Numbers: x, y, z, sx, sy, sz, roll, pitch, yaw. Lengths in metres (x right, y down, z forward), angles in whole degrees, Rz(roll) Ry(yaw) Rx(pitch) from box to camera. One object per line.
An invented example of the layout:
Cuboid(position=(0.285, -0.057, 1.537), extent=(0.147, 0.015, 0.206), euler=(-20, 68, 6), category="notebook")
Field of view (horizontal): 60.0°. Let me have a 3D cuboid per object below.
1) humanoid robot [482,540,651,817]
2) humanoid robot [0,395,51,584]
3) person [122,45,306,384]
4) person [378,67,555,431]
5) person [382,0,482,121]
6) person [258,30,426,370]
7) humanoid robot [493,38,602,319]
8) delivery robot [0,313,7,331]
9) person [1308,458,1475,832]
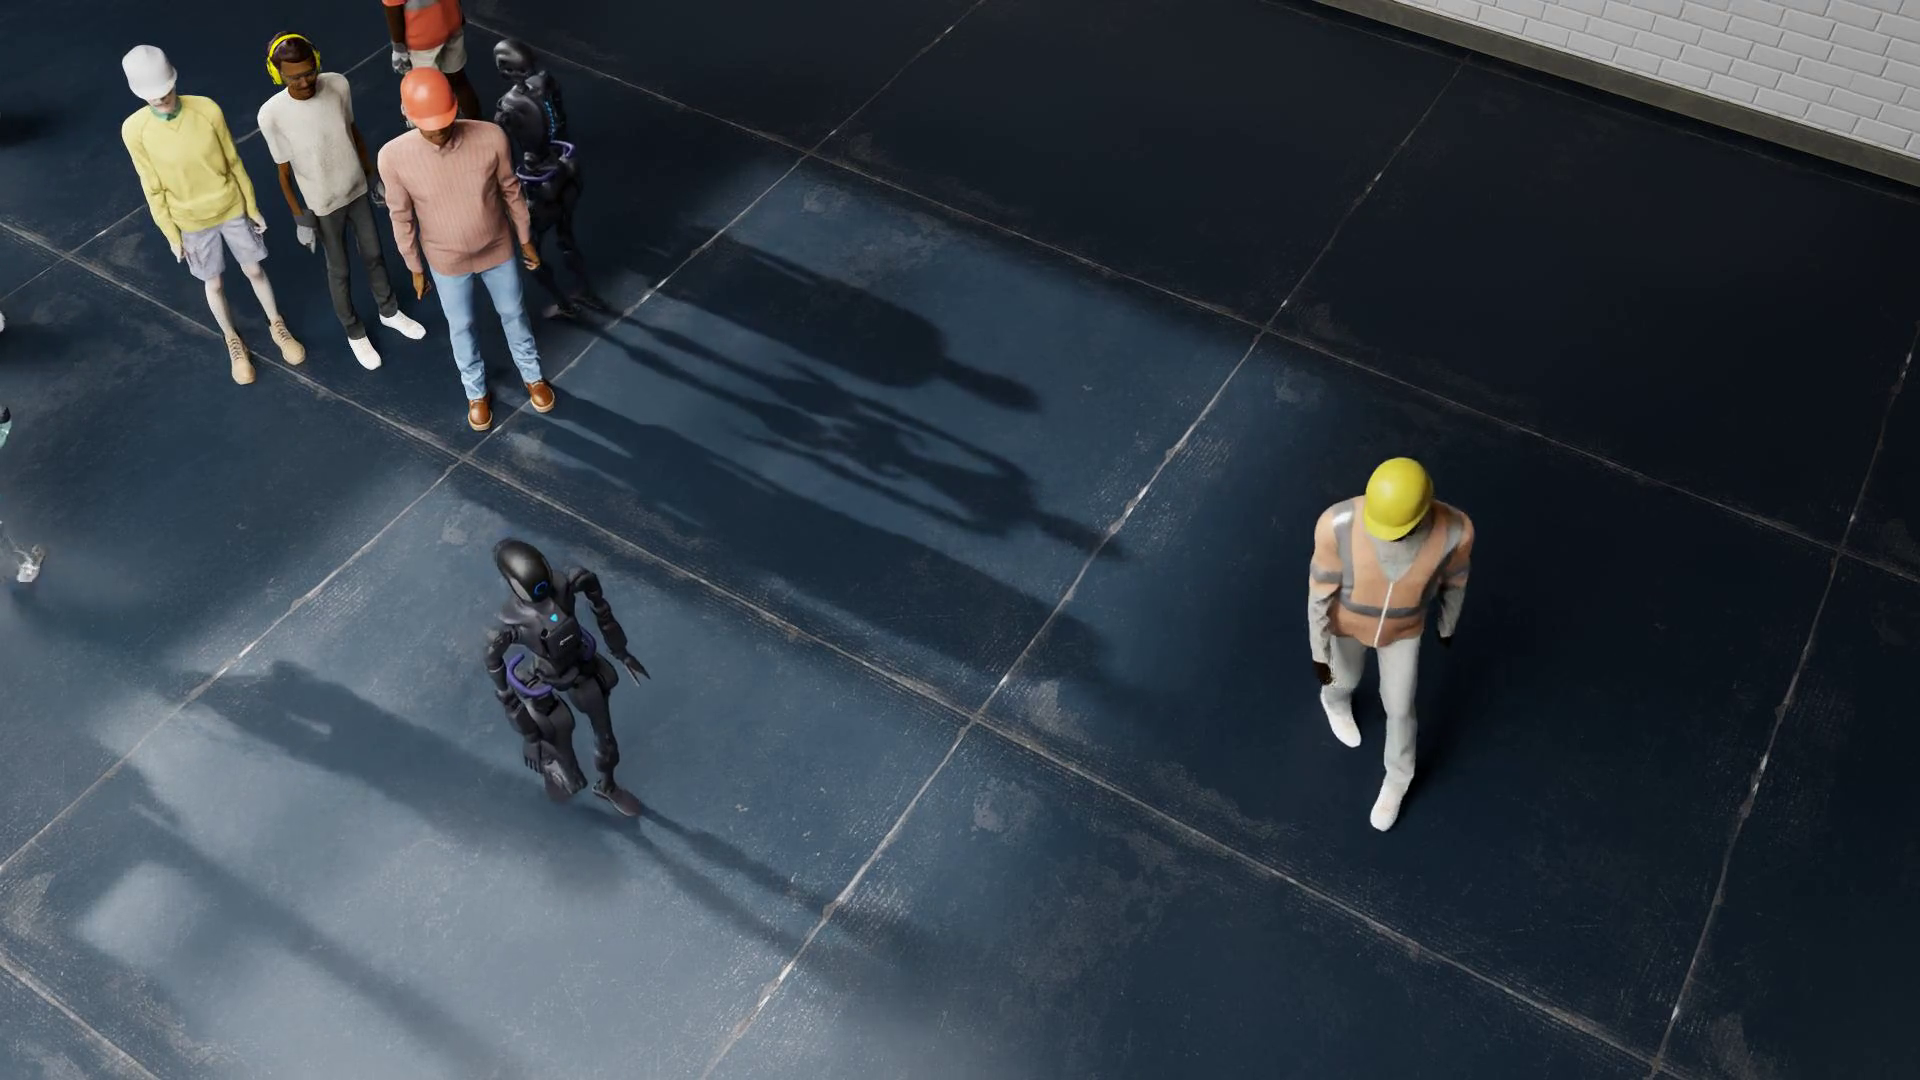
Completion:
Cuboid(position=(-1.518, 0.541, 6.410), extent=(0.394, 1.652, 0.603), euler=(33, 56, 25), category="humanoid robot")
Cuboid(position=(-4.422, -0.406, 7.229), extent=(0.538, 1.831, 0.714), euler=(-7, 49, -6), category="humanoid robot")
Cuboid(position=(-3.668, -1.589, 8.129), extent=(0.485, 1.888, 0.395), euler=(-27, 54, -21), category="person")
Cuboid(position=(-2.311, -1.361, 7.861), extent=(0.624, 1.990, 0.391), euler=(-18, 51, -15), category="person")
Cuboid(position=(-2.953, -2.863, 9.203), extent=(0.383, 1.952, 0.611), euler=(16, 51, 13), category="person")
Cuboid(position=(-3.066, -1.678, 8.223), extent=(0.310, 1.864, 0.528), euler=(31, 56, 24), category="person")
Cuboid(position=(-2.127, -1.799, 8.450), extent=(0.328, 1.655, 0.601), euler=(18, 51, 15), category="humanoid robot")
Cuboid(position=(-5.472, -1.193, 8.661), extent=(0.784, 0.585, 0.499), euler=(-2, 49, -2), category="delivery robot")
Cuboid(position=(1.630, 0.330, 6.469), extent=(0.640, 1.862, 0.696), euler=(5, 49, 4), category="person")
